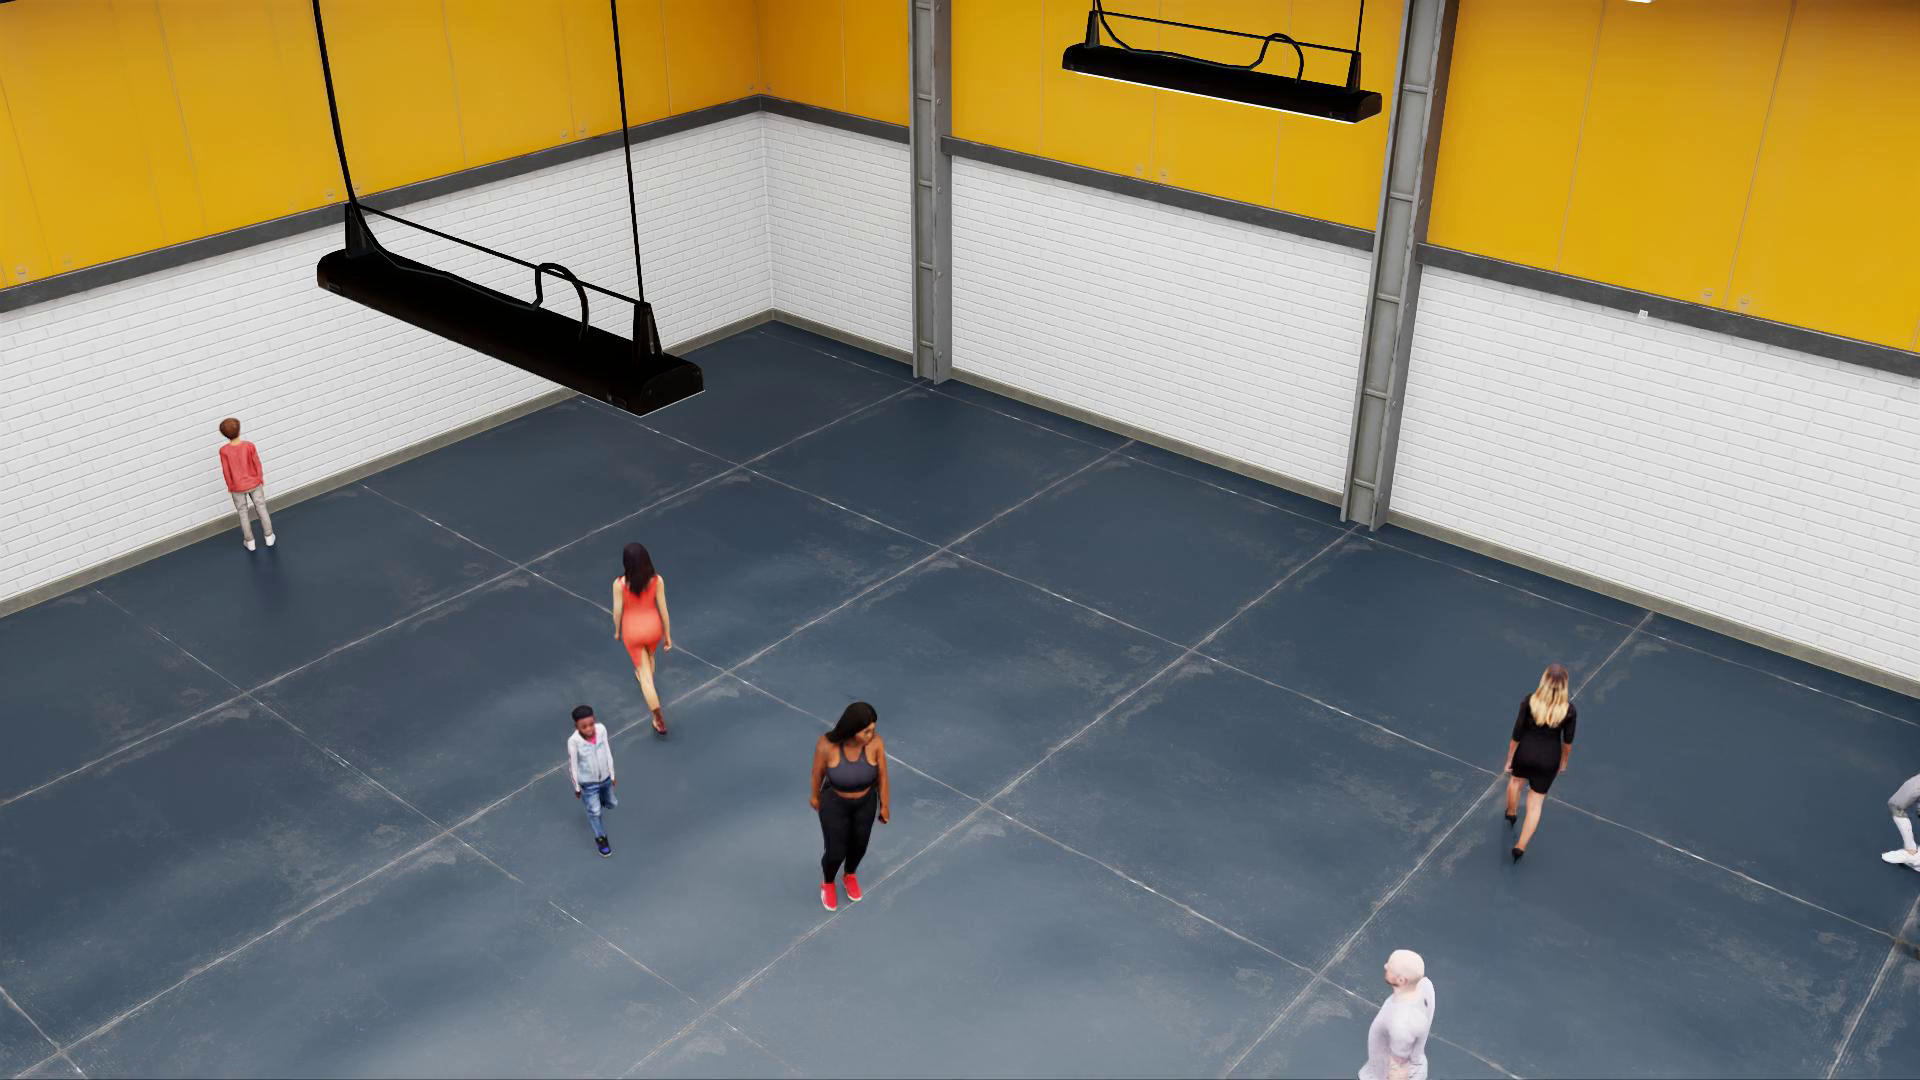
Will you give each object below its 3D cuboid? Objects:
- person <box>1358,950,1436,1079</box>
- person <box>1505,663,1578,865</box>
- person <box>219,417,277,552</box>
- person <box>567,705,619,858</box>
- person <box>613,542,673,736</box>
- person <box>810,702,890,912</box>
[{"bbox_3d":[2.576,3.113,9.536,0.680,1.822,0.710,18,33,30],"label":"person"},{"bbox_3d":[4.260,1.693,12.318,0.889,1.651,0.827,10,30,18],"label":"person"},{"bbox_3d":[-7.184,-0.572,16.713,0.576,1.418,0.577,-14,31,-23],"label":"person"},{"bbox_3d":[-2.795,1.758,12.619,0.605,1.248,0.811,-18,33,-29],"label":"person"},{"bbox_3d":[-2.622,0.853,13.847,0.902,1.661,1.209,-13,31,-22],"label":"person"},{"bbox_3d":[-0.827,1.858,11.892,0.839,1.769,0.883,-3,29,-5],"label":"person"}]
